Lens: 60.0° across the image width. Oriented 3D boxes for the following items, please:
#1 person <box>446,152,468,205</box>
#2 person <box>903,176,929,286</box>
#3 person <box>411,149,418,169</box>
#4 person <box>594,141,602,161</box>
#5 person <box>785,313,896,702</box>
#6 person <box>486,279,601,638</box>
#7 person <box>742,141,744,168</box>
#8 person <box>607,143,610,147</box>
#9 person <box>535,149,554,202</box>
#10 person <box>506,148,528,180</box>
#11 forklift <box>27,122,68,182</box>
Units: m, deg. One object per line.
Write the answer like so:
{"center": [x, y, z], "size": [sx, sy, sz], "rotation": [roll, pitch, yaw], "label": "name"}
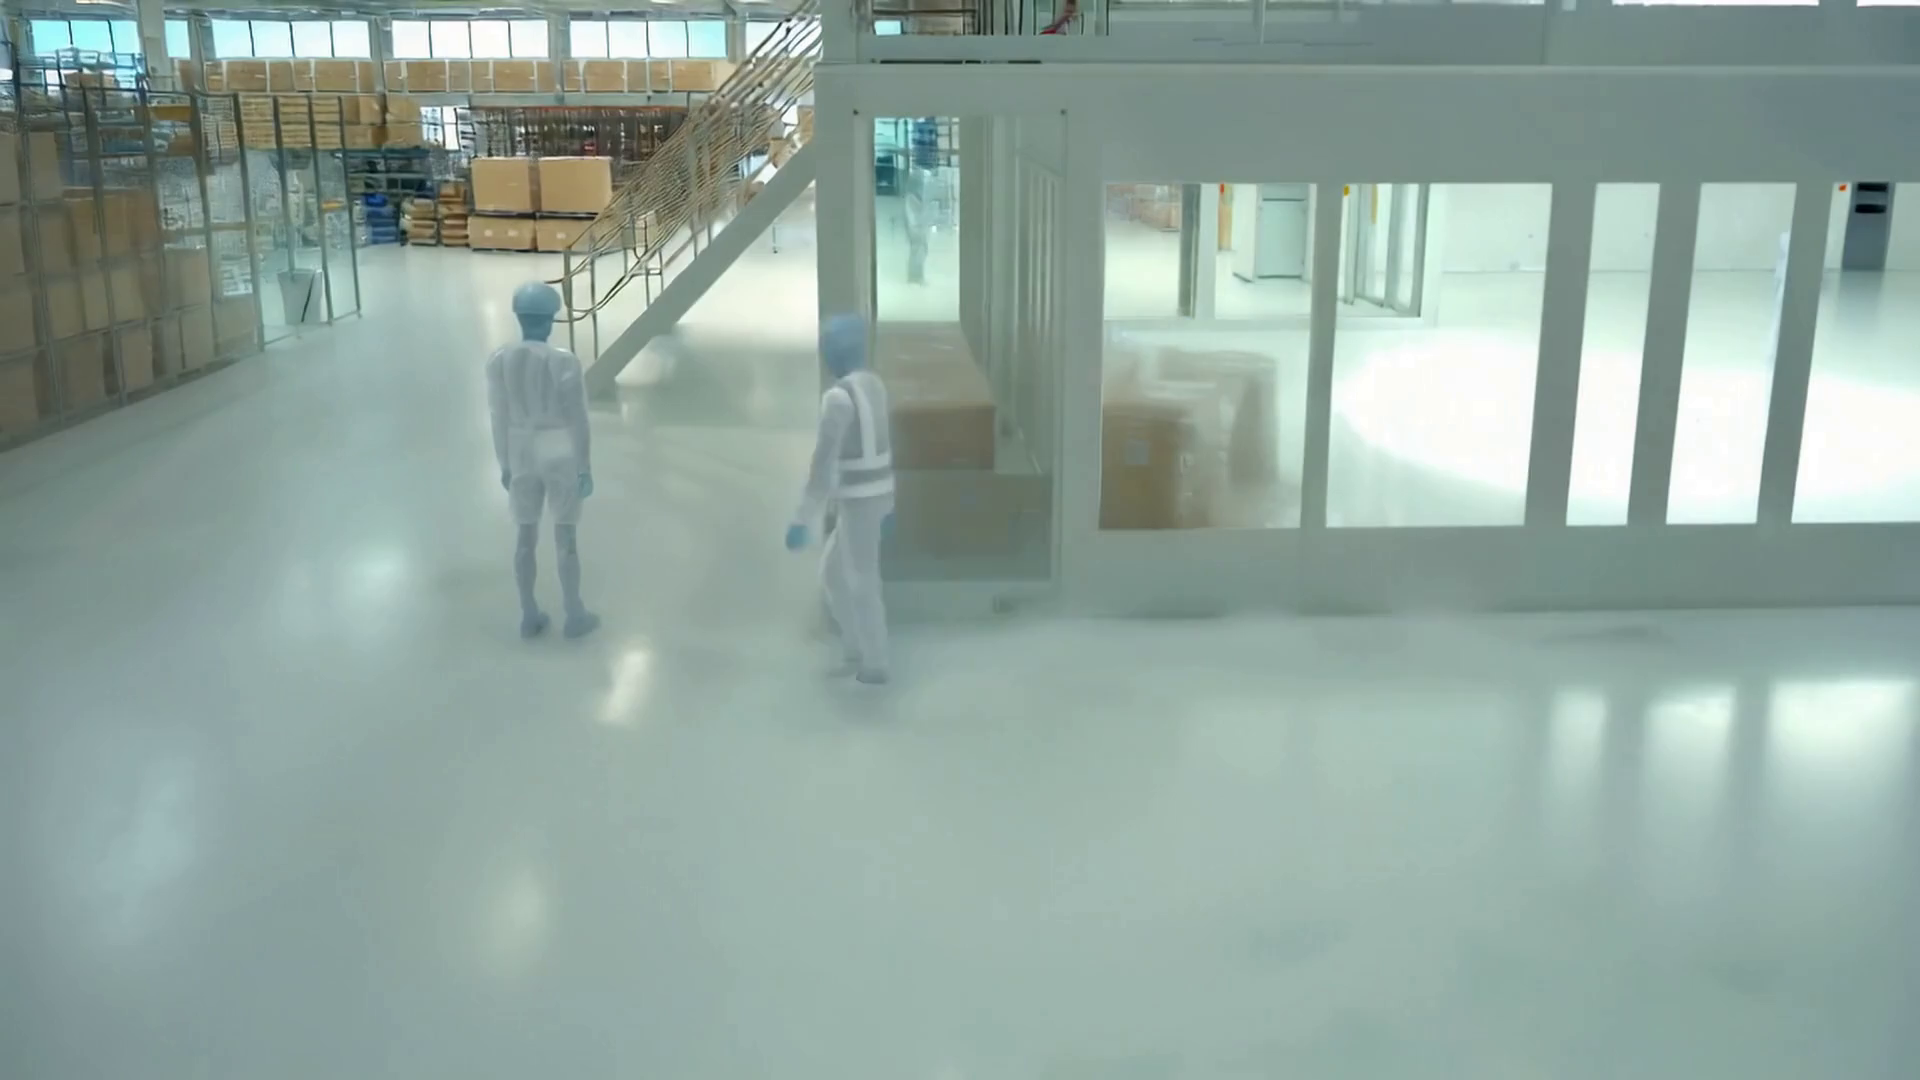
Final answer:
{"center": [-17.146, -12.321, 56.756], "size": [0.756, 1.802, 0.610], "rotation": [10, 17, 34], "label": "person"}
{"center": [-0.755, -5.296, 28.550], "size": [0.369, 1.876, 0.711], "rotation": [6, 15, 23], "label": "person"}
{"center": [-24.172, -16.495, 73.554], "size": [0.735, 1.743, 0.527], "rotation": [0, 14, 1], "label": "person"}
{"center": [-18.061, -19.080, 83.385], "size": [0.375, 1.997, 0.612], "rotation": [10, 17, 34], "label": "person"}
{"center": [-0.551, -0.137, 7.924], "size": [0.521, 1.868, 0.616], "rotation": [3, 14, 11], "label": "person"}
{"center": [-2.233, -0.425, 8.942], "size": [0.545, 1.938, 0.355], "rotation": [2, 14, 8], "label": "person"}
{"center": [-12.157, -21.564, 93.691], "size": [0.567, 1.815, 0.627], "rotation": [8, 16, 28], "label": "person"}
{"center": [-18.077, -19.397, 85.020], "size": [0.727, 1.815, 0.593], "rotation": [-1, 14, -3], "label": "person"}
{"center": [-14.646, -12.804, 58.563], "size": [0.651, 1.867, 0.962], "rotation": [2, 14, 8], "label": "person"}
{"center": [-14.356, -11.659, 53.749], "size": [0.715, 1.974, 0.964], "rotation": [-12, 18, -40], "label": "person"}
{"center": [-35.376, -14.773, 64.377], "size": [1.129, 2.768, 1.873], "rotation": [-1, 14, -2], "label": "forklift"}
